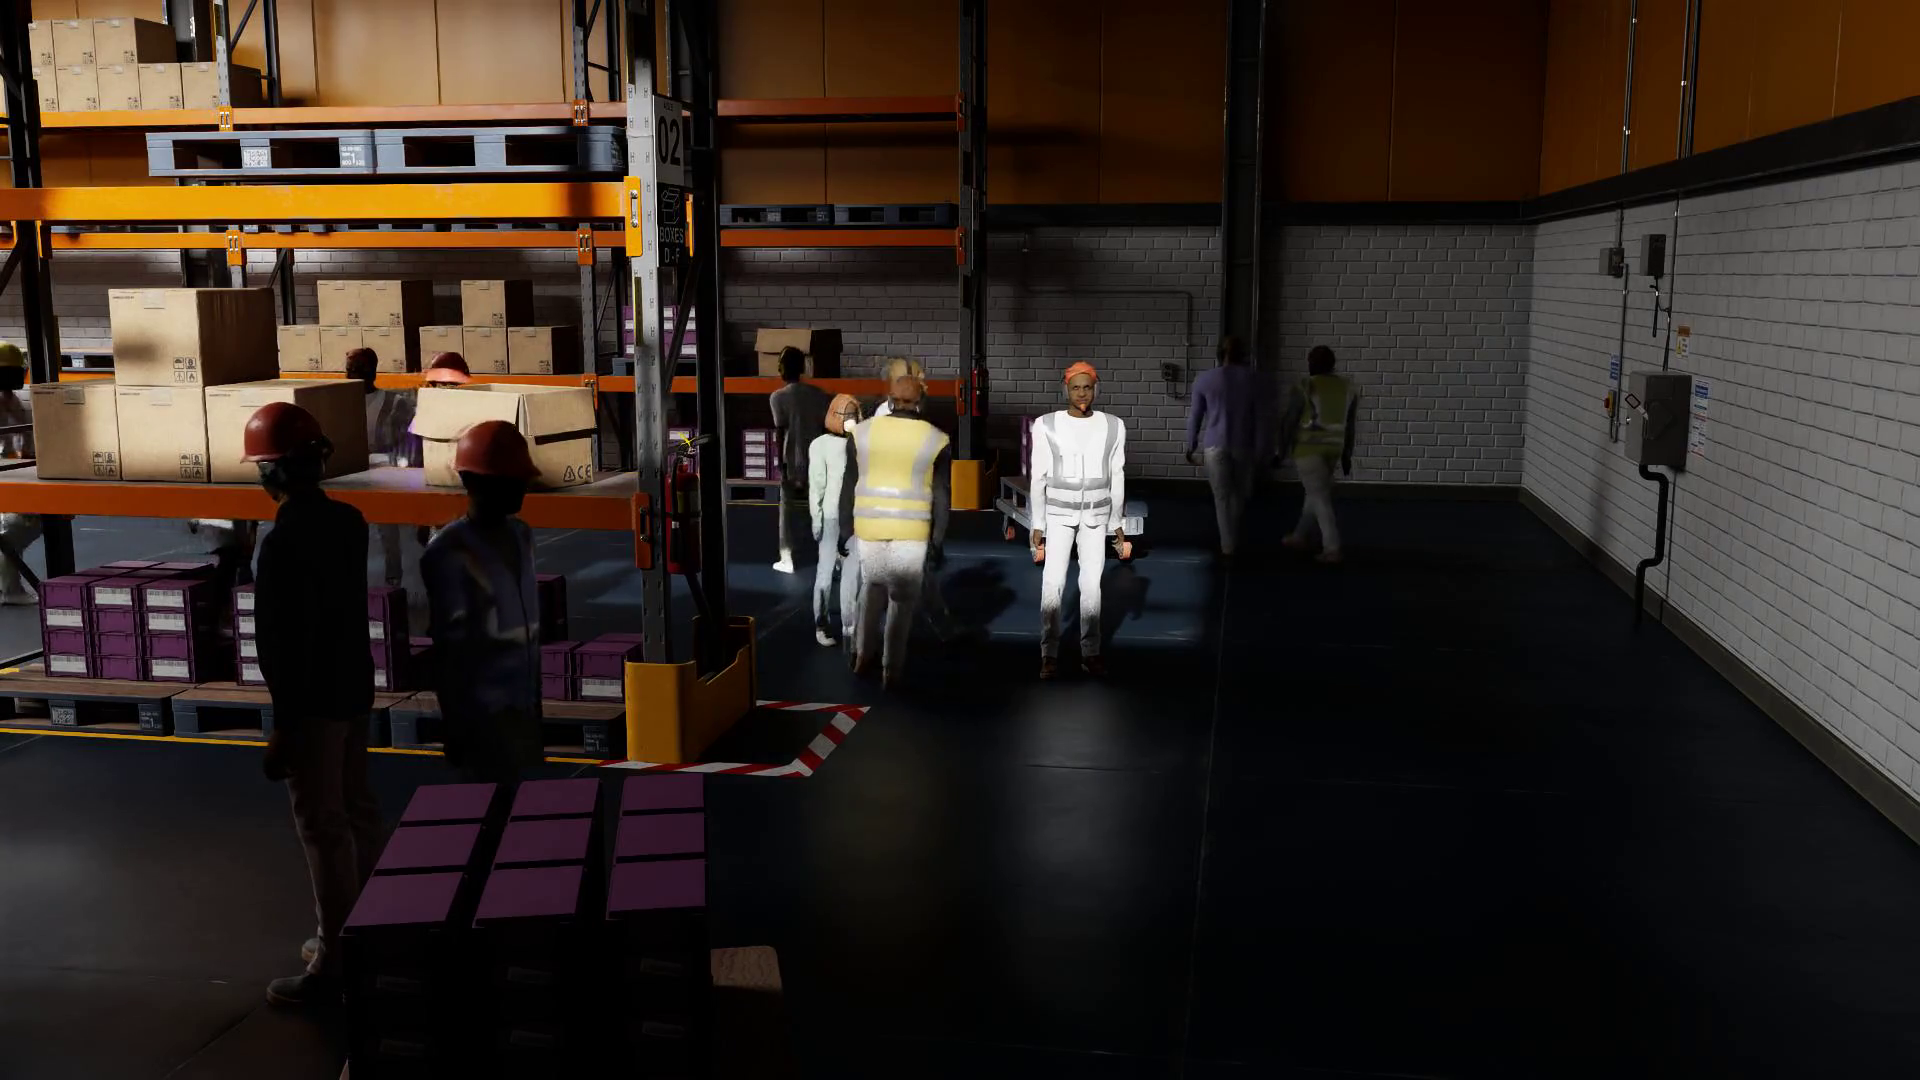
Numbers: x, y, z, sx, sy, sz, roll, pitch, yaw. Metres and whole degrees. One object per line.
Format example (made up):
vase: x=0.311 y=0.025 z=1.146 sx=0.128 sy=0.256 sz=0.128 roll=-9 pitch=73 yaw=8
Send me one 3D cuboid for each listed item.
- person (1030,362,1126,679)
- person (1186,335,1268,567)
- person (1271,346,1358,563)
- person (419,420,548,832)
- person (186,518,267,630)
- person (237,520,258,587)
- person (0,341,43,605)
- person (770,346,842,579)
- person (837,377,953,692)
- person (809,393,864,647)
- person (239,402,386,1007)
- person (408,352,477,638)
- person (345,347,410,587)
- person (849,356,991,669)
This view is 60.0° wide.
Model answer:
person: x=0.700 y=-0.112 z=9.867 sx=0.575 sy=1.883 sz=0.362 roll=-1 pitch=9 yaw=-8
person: x=2.214 y=-0.767 z=13.940 sx=0.637 sy=1.880 sz=1.031 roll=-1 pitch=9 yaw=-7
person: x=2.989 y=-0.724 z=13.966 sx=0.634 sy=1.799 sz=0.953 roll=-5 pitch=10 yaw=-26
person: x=-1.687 y=0.530 z=5.805 sx=0.738 sy=1.917 sz=0.550 roll=3 pitch=10 yaw=18
person: x=-4.840 y=-0.192 z=10.998 sx=0.455 sy=1.684 sz=0.538 roll=3 pitch=10 yaw=18
person: x=-5.195 y=-0.496 z=12.161 sx=0.708 sy=1.908 sz=0.565 roll=6 pitch=11 yaw=34
person: x=-6.842 y=-0.470 z=11.972 sx=0.442 sy=1.917 sz=0.603 roll=-3 pitch=10 yaw=-17
person: x=-1.224 y=-0.606 z=13.089 sx=0.512 sy=1.840 sz=0.887 roll=-5 pitch=11 yaw=-31
person: x=-0.360 y=-0.034 z=9.626 sx=0.663 sy=1.809 sz=0.500 roll=2 pitch=9 yaw=11
person: x=-0.758 y=-0.136 z=10.787 sx=0.507 sy=1.631 sz=0.267 roll=-8 pitch=12 yaw=-40
person: x=-2.141 y=0.539 z=5.503 sx=0.392 sy=1.988 sz=0.609 roll=0 pitch=9 yaw=2
person: x=-3.011 y=-0.182 z=10.196 sx=0.780 sy=1.913 sz=0.571 roll=1 pitch=9 yaw=9
person: x=-4.184 y=-0.420 z=11.776 sx=0.572 sy=1.885 sz=0.358 roll=1 pitch=9 yaw=7
person: x=-0.241 y=-0.158 z=10.110 sx=0.987 sy=1.894 sz=0.641 roll=-1 pitch=9 yaw=-9
